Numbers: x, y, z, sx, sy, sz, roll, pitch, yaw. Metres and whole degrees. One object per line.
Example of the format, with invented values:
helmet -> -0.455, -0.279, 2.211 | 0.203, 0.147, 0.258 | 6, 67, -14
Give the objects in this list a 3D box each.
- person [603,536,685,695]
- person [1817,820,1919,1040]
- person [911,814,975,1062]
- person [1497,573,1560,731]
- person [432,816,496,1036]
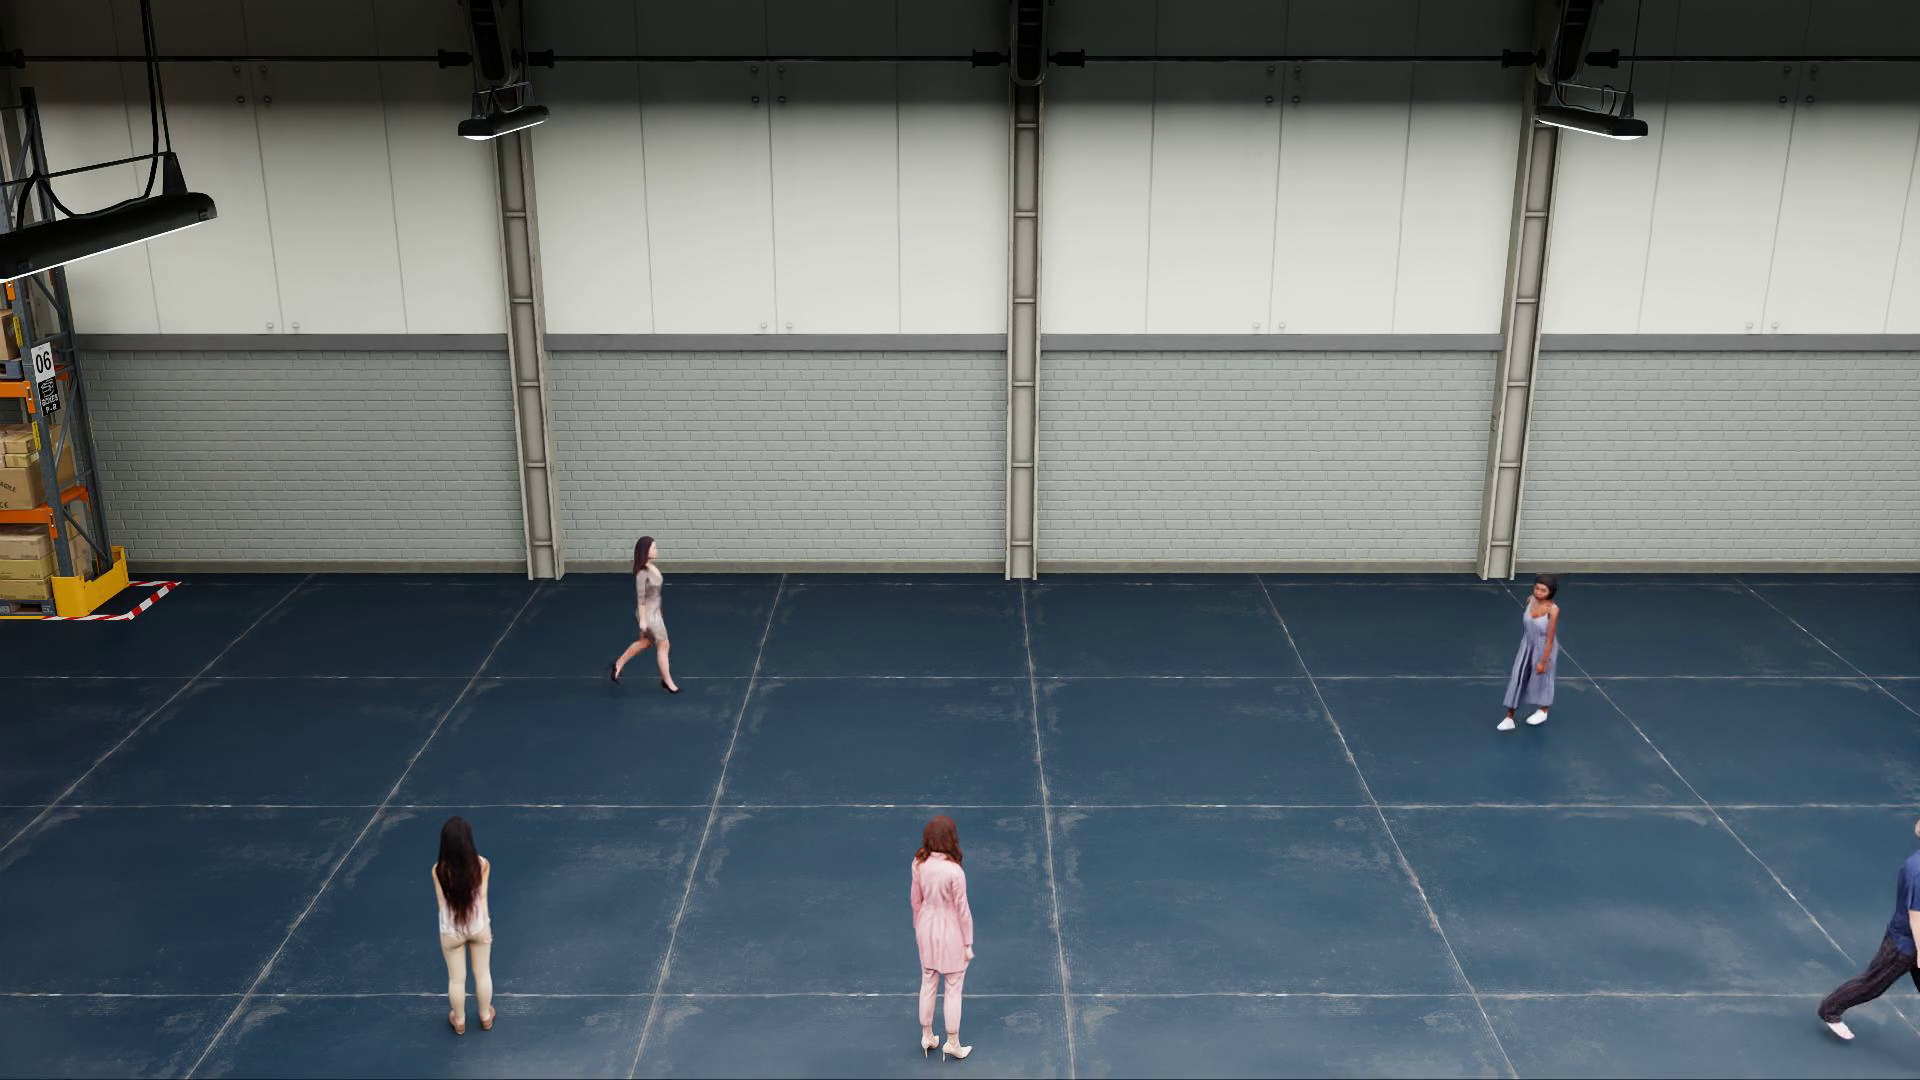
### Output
person -> -3.290, 0.799, 17.183 | 1.044, 1.723, 0.608 | -1, 18, -2
person -> 6.313, 2.690, 11.213 | 1.238, 1.824, 1.163 | -12, 21, -32
person -> -0.130, 2.694, 11.237 | 0.642, 1.803, 0.753 | 11, 21, 31
person -> 5.730, 1.091, 16.402 | 1.040, 1.651, 0.924 | -11, 21, -30
person -> -3.423, 2.684, 11.510 | 0.633, 1.651, 0.693 | -17, 24, -41
